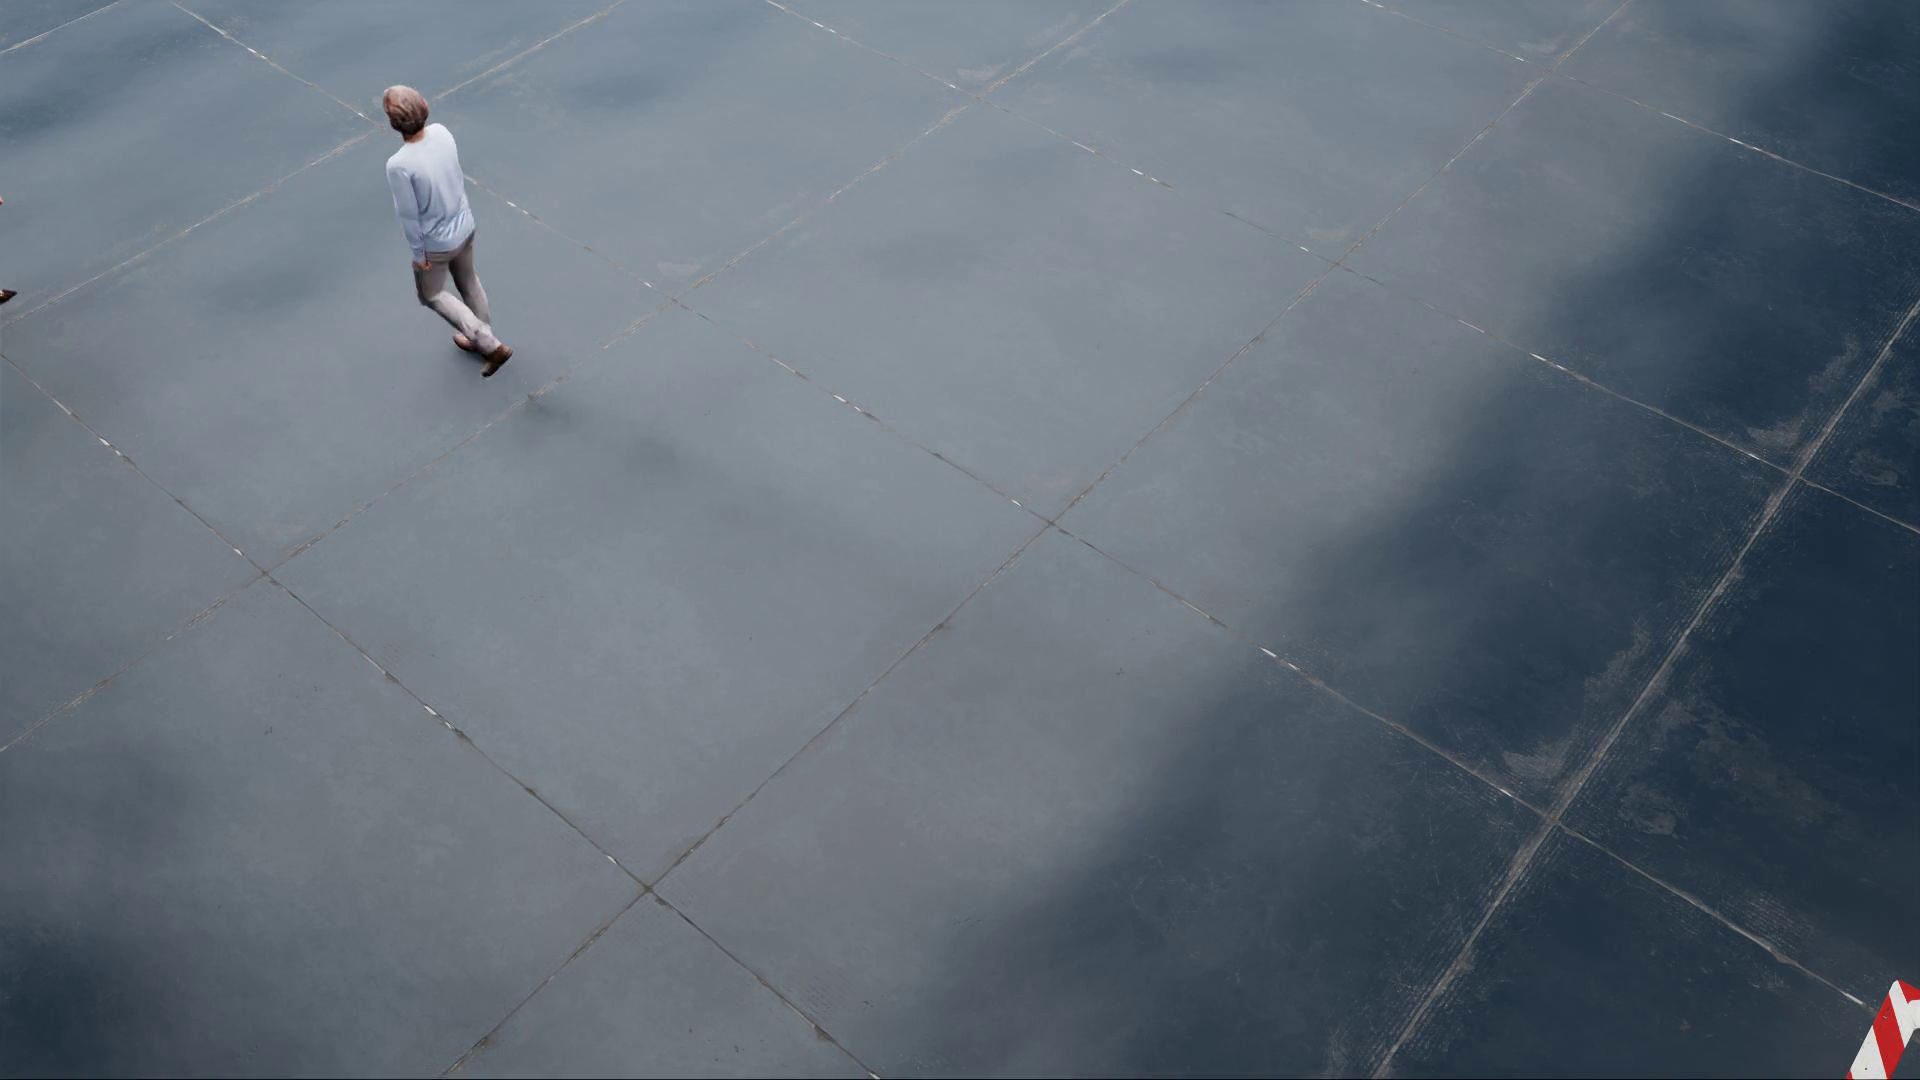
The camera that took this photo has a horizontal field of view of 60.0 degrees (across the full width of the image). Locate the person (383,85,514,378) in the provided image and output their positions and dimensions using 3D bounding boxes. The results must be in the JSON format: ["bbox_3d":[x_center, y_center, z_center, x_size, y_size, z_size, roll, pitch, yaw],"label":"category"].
[{"bbox_3d":[-2.826,-1.677,9.337,0.915,1.877,0.744,24,52,21],"label":"person"}]
